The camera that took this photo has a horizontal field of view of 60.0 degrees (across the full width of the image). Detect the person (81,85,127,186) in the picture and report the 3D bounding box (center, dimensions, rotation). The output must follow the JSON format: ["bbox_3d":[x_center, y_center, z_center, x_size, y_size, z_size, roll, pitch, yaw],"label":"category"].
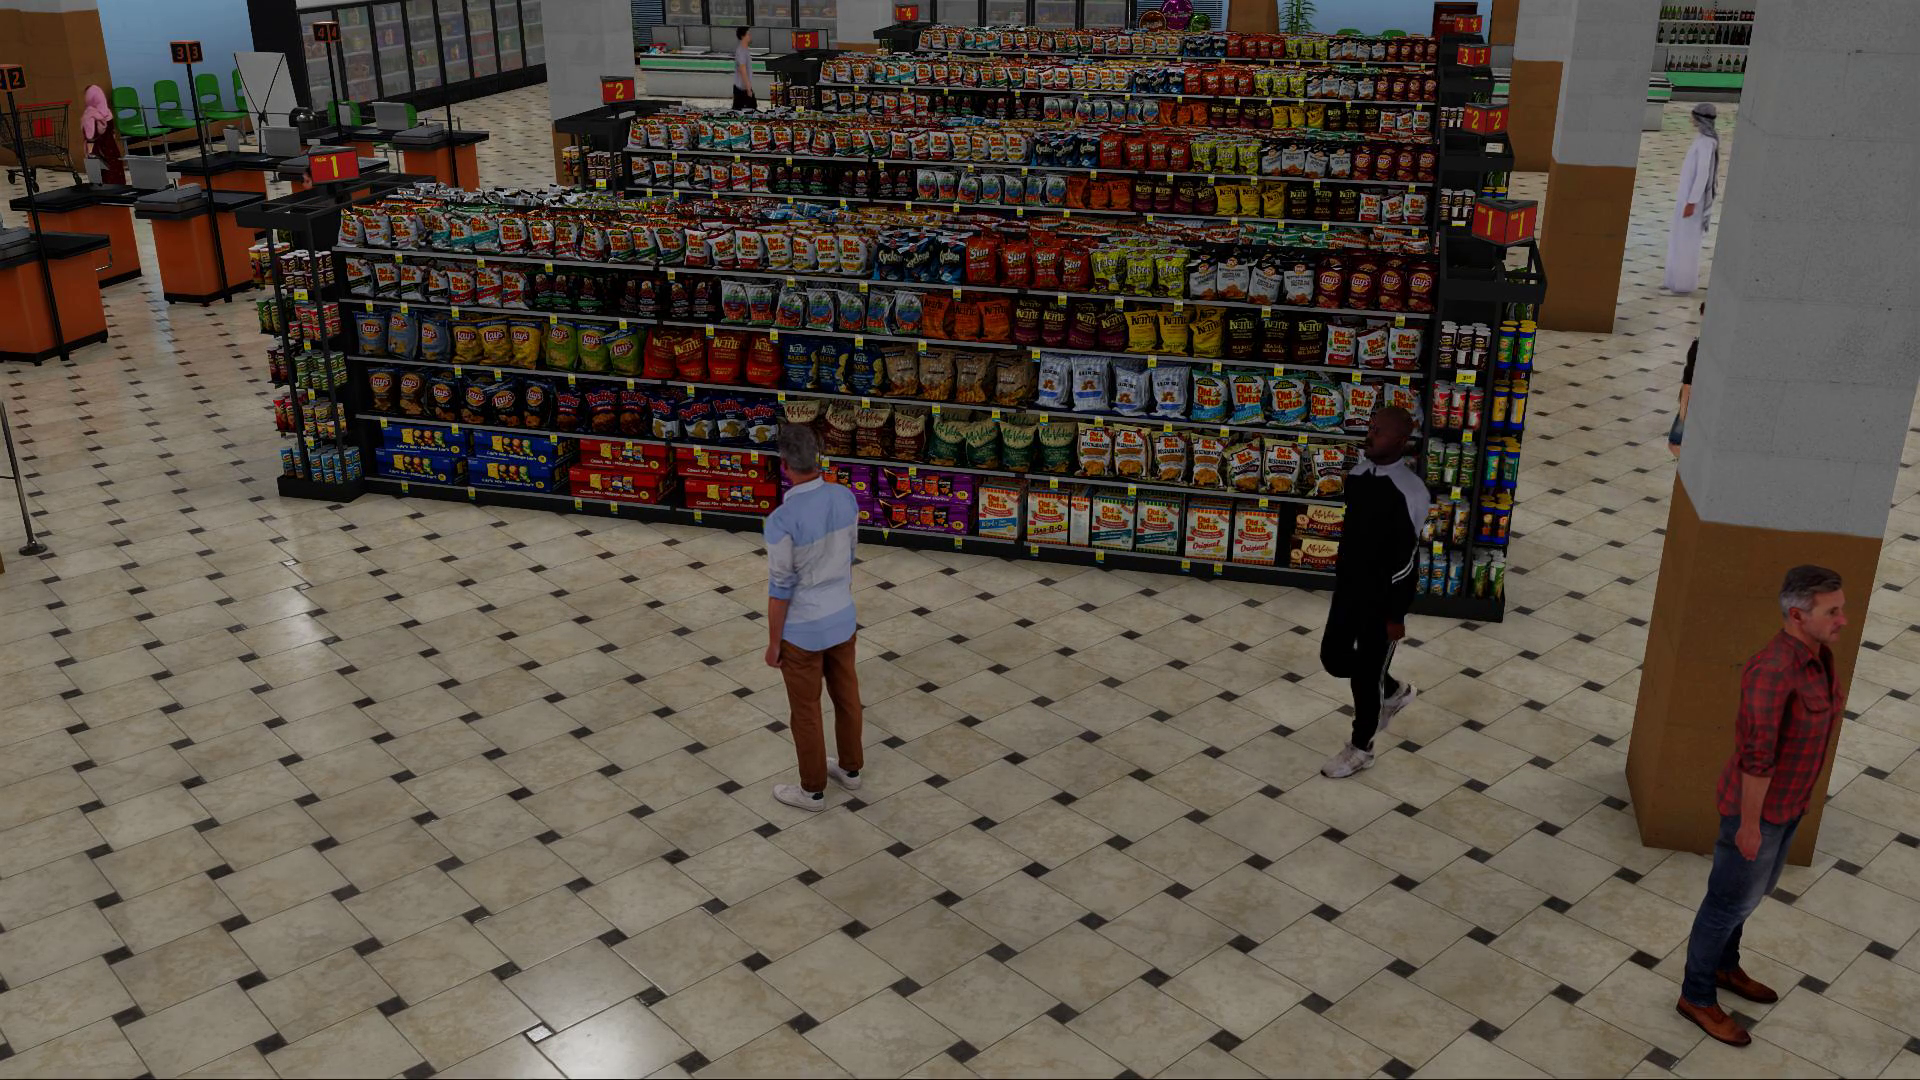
[{"bbox_3d":[-10.644,-4.823,20.676,0.576,1.636,0.642,6,23,14],"label":"person"}]

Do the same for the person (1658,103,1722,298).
[{"bbox_3d":[7.437,-3.446,16.855,0.655,1.931,0.713,8,23,19],"label":"person"}]

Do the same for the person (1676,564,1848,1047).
[{"bbox_3d":[2.938,0.935,6.087,0.734,1.830,0.760,19,29,39],"label":"person"}]

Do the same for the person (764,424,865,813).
[{"bbox_3d":[-0.650,0.358,7.535,0.758,1.821,0.771,20,29,40],"label":"person"}]

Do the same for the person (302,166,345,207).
[{"bbox_3d":[-5.615,-2.597,15.111,0.586,1.655,0.733,9,24,21],"label":"person"}]

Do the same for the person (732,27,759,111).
[{"bbox_3d":[-3.459,-6.974,25.791,1.242,1.815,0.854,1,22,3],"label":"person"}]

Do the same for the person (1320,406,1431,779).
[{"bbox_3d":[2.023,0.231,7.860,1.008,1.813,0.934,-10,24,-24],"label":"person"}]
